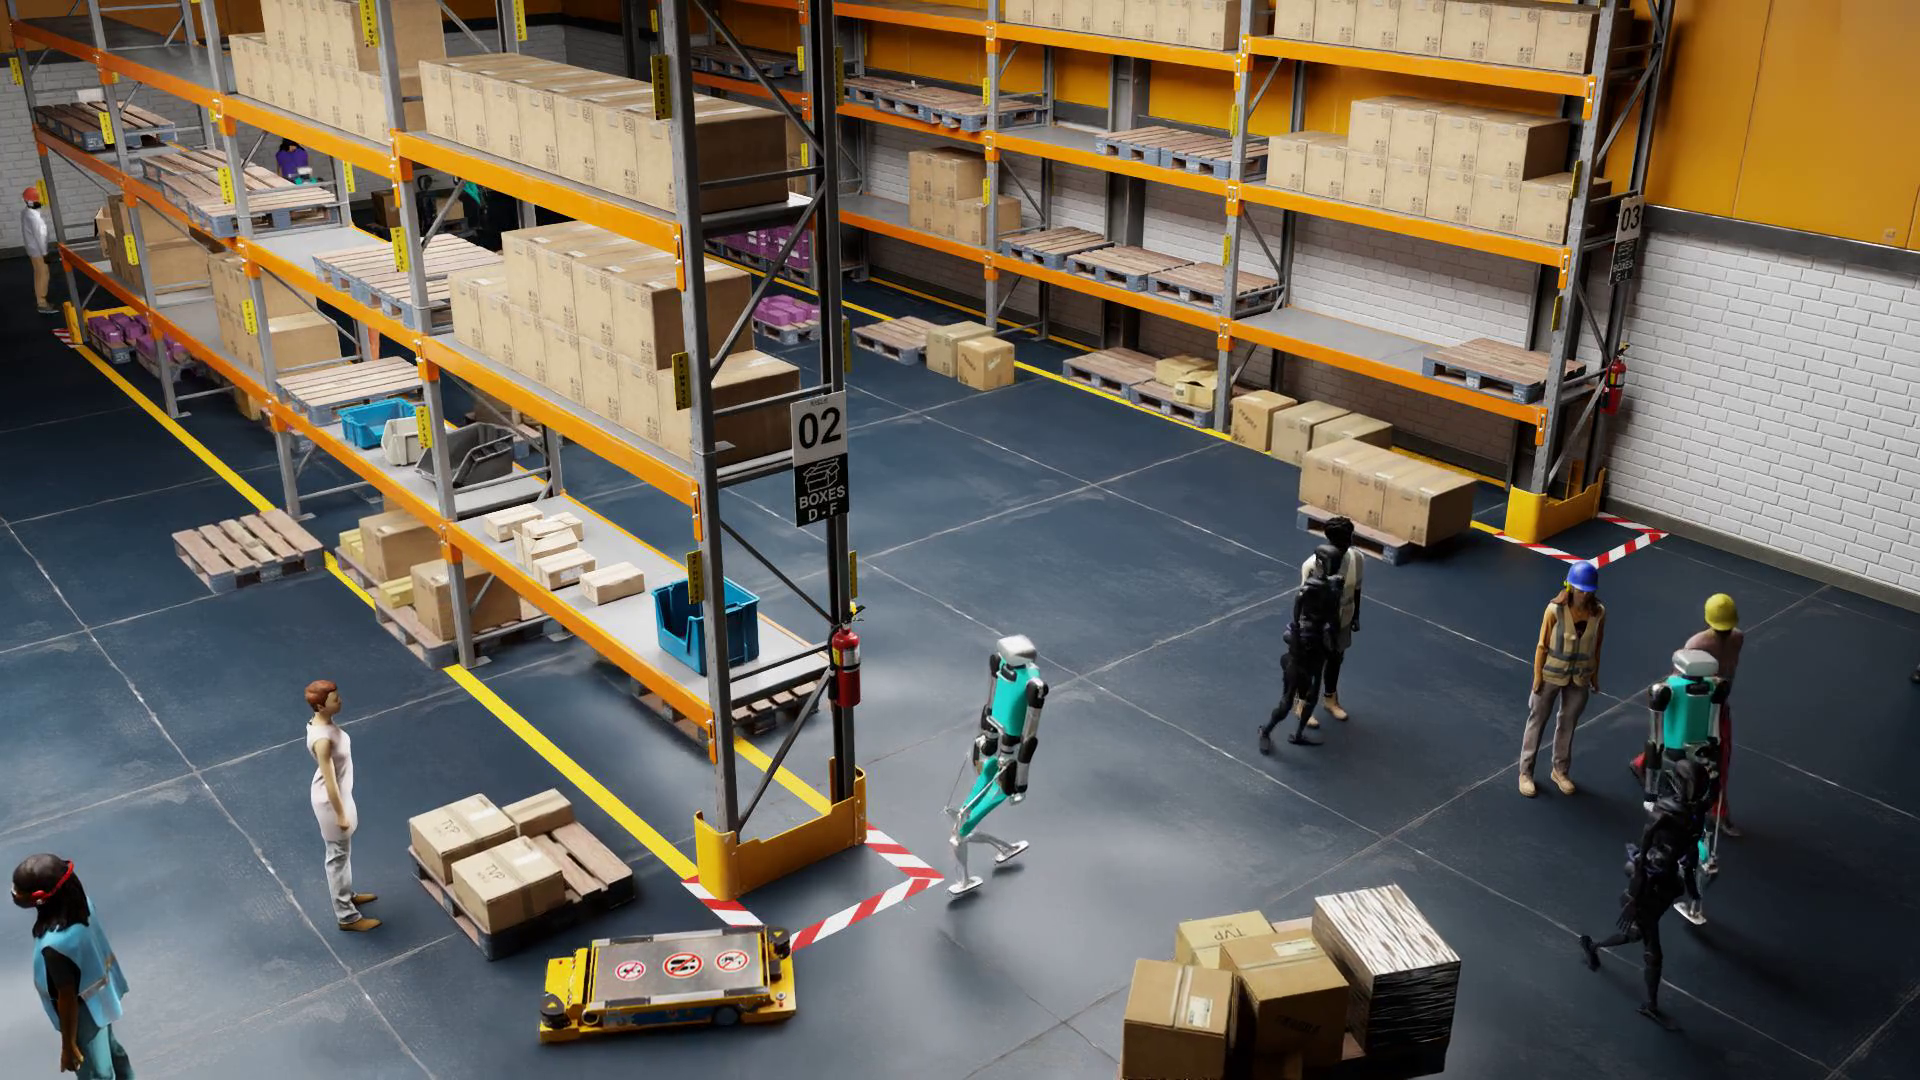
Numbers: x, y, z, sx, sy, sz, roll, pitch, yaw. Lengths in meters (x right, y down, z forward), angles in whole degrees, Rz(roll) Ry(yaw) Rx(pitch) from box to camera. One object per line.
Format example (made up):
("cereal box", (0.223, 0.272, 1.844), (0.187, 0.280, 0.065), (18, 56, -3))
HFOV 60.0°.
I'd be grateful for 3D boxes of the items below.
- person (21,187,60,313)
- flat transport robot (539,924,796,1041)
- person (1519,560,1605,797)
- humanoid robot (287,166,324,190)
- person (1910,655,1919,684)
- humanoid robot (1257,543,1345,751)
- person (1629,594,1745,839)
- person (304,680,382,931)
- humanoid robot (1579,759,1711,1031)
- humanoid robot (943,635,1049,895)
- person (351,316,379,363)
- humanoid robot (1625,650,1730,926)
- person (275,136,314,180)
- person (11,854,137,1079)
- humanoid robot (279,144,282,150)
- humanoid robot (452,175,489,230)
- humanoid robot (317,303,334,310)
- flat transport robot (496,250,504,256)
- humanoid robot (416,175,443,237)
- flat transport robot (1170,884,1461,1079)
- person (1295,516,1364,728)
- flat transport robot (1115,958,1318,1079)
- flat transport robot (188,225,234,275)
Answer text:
("person", (-12.793, -4.042, 23.156), (0.396, 1.733, 0.597), (-15, 28, -31))
("flat transport robot", (-1.690, 2.574, 9.682), (1.431, 0.231, 0.659), (-3, 24, -8))
("person", (4.198, 0.956, 11.524), (0.470, 1.778, 0.318), (-1, 23, -2))
("humanoid robot", (-9.694, -4.683, 24.663), (0.538, 1.791, 0.797), (-16, 28, -32))
("person", (7.815, 0.262, 12.954), (0.546, 1.926, 0.388), (13, 27, 28))
("humanoid robot", (2.494, 0.767, 12.098), (0.621, 1.648, 0.454), (-19, 30, -37))
("person", (5.001, 1.095, 11.285), (0.533, 1.709, 0.881), (-10, 25, -22))
("person", (-3.803, 1.602, 10.175), (0.290, 1.661, 0.451), (-8, 25, -18))
("humanoid robot", (3.924, 1.930, 9.487), (0.616, 1.645, 0.776), (-15, 27, -30))
("humanoid robot", (0.126, 1.463, 10.398), (0.943, 1.733, 0.541), (-13, 27, -28))
("person", (-7.167, -2.725, 20.079), (0.497, 1.759, 0.341), (14, 27, 30))
("humanoid robot", (4.496, 1.578, 10.140), (0.552, 1.716, 1.032), (-7, 24, -15))
("person", (-10.555, -5.594, 26.501), (0.534, 1.932, 0.417), (-10, 25, -21))
("person", (-4.316, 2.347, 8.213), (0.391, 1.861, 0.518), (-6, 24, -14))
("humanoid robot", (-10.707, -5.521, 26.651), (0.588, 1.656, 0.371), (15, 28, 32))
("humanoid robot", (-8.080, -5.920, 27.594), (0.771, 1.839, 0.531), (12, 26, 26))
("humanoid robot", (-9.072, -4.039, 23.239), (0.422, 1.635, 0.595), (-3, 24, -7))
("flat transport robot", (-5.985, -2.997, 22.584), (1.431, 0.231, 0.659), (4, 24, 10))
("humanoid robot", (-7.754, -4.554, 24.478), (0.585, 1.651, 0.736), (22, 31, 40))
("flat transport robot", (1.870, 2.770, 9.228), (0.659, 0.231, 1.431), (-6, 24, -13))
("person", (2.765, 0.598, 12.460), (0.532, 1.693, 0.320), (-10, 25, -21))
("flat transport robot", (1.352, 3.151, 8.346), (1.431, 0.231, 0.659), (5, 24, 12))
("flat transport robot", (-11.097, -3.866, 24.595), (1.431, 0.231, 0.659), (-10, 25, -23))
